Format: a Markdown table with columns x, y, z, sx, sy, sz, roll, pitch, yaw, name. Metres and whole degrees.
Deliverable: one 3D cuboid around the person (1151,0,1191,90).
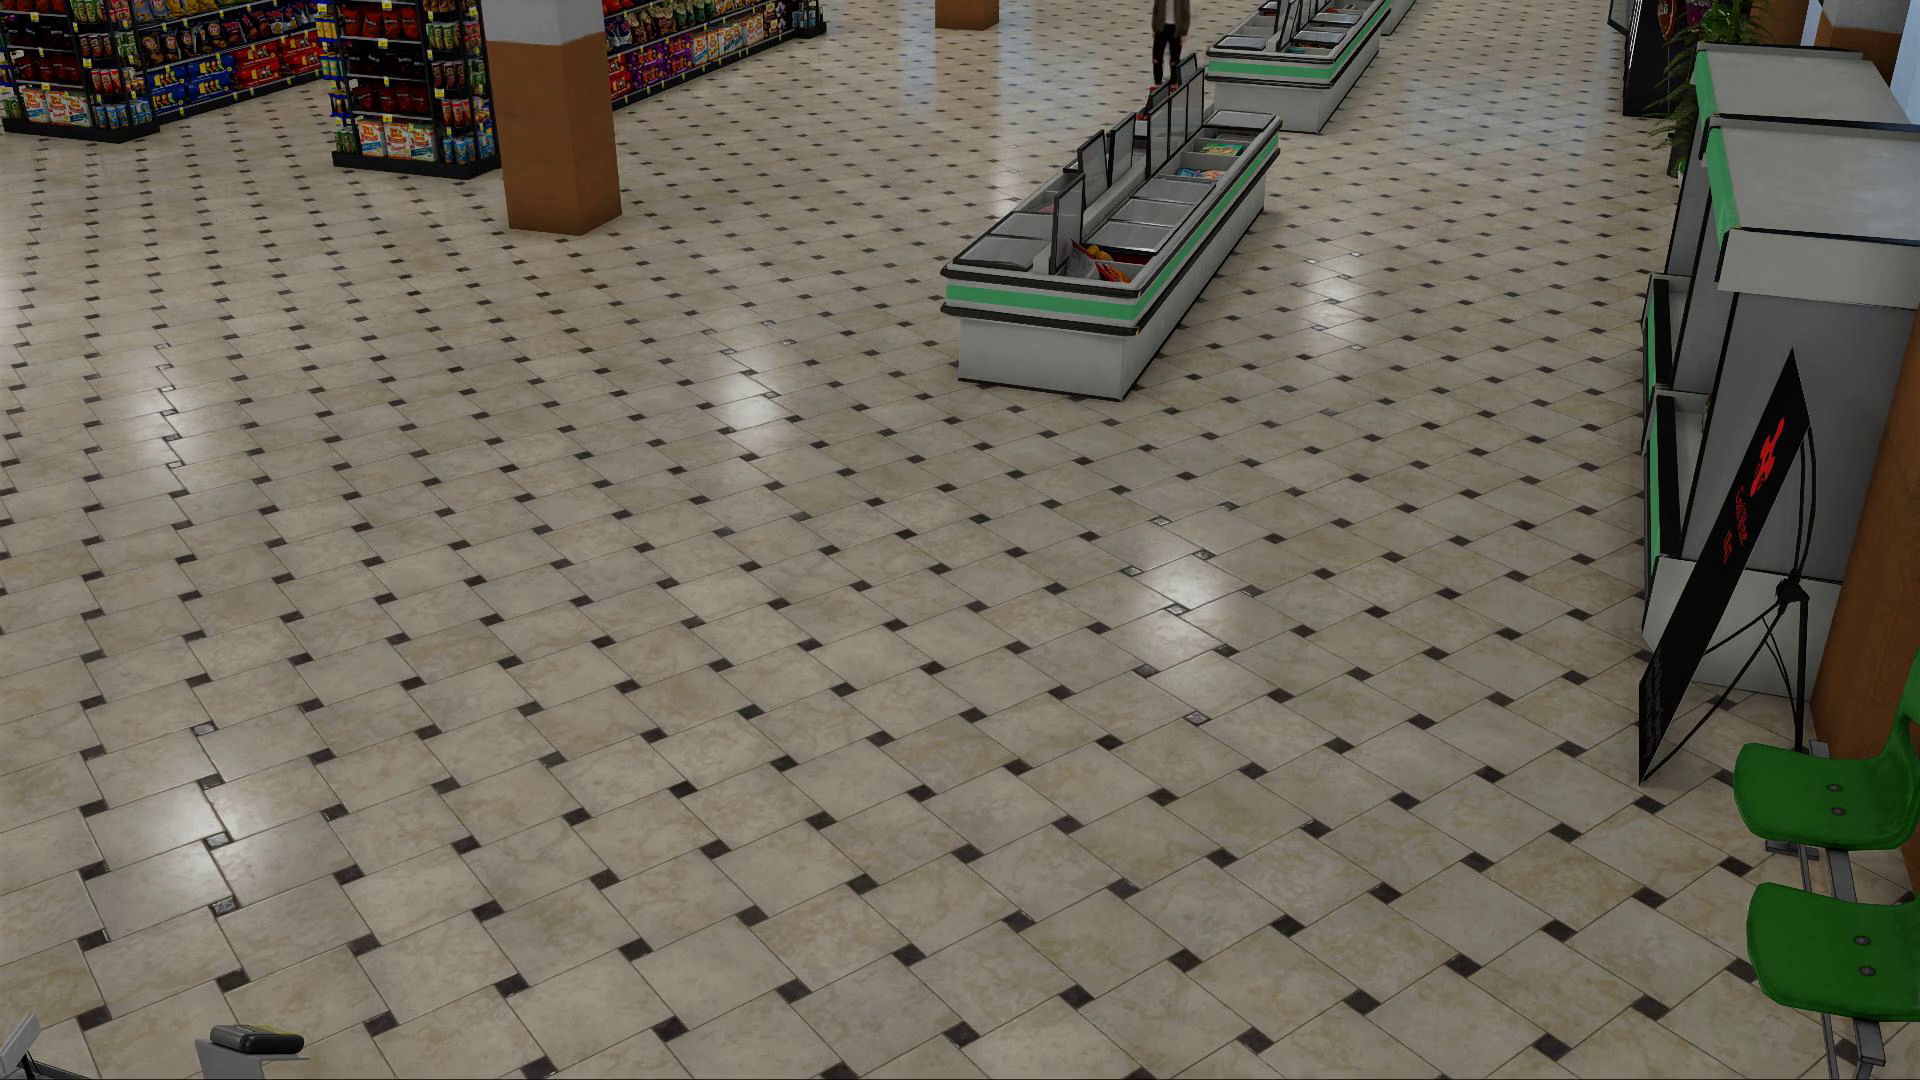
| x | y | z | sx | sy | sz | roll | pitch | yaw | name |
| --- | --- | --- | --- | --- | --- | --- | --- | --- | --- |
| 2.342 | -5.603 | 18.335 | 0.622 | 1.464 | 0.681 | 11 | 29 | 21 | person |
